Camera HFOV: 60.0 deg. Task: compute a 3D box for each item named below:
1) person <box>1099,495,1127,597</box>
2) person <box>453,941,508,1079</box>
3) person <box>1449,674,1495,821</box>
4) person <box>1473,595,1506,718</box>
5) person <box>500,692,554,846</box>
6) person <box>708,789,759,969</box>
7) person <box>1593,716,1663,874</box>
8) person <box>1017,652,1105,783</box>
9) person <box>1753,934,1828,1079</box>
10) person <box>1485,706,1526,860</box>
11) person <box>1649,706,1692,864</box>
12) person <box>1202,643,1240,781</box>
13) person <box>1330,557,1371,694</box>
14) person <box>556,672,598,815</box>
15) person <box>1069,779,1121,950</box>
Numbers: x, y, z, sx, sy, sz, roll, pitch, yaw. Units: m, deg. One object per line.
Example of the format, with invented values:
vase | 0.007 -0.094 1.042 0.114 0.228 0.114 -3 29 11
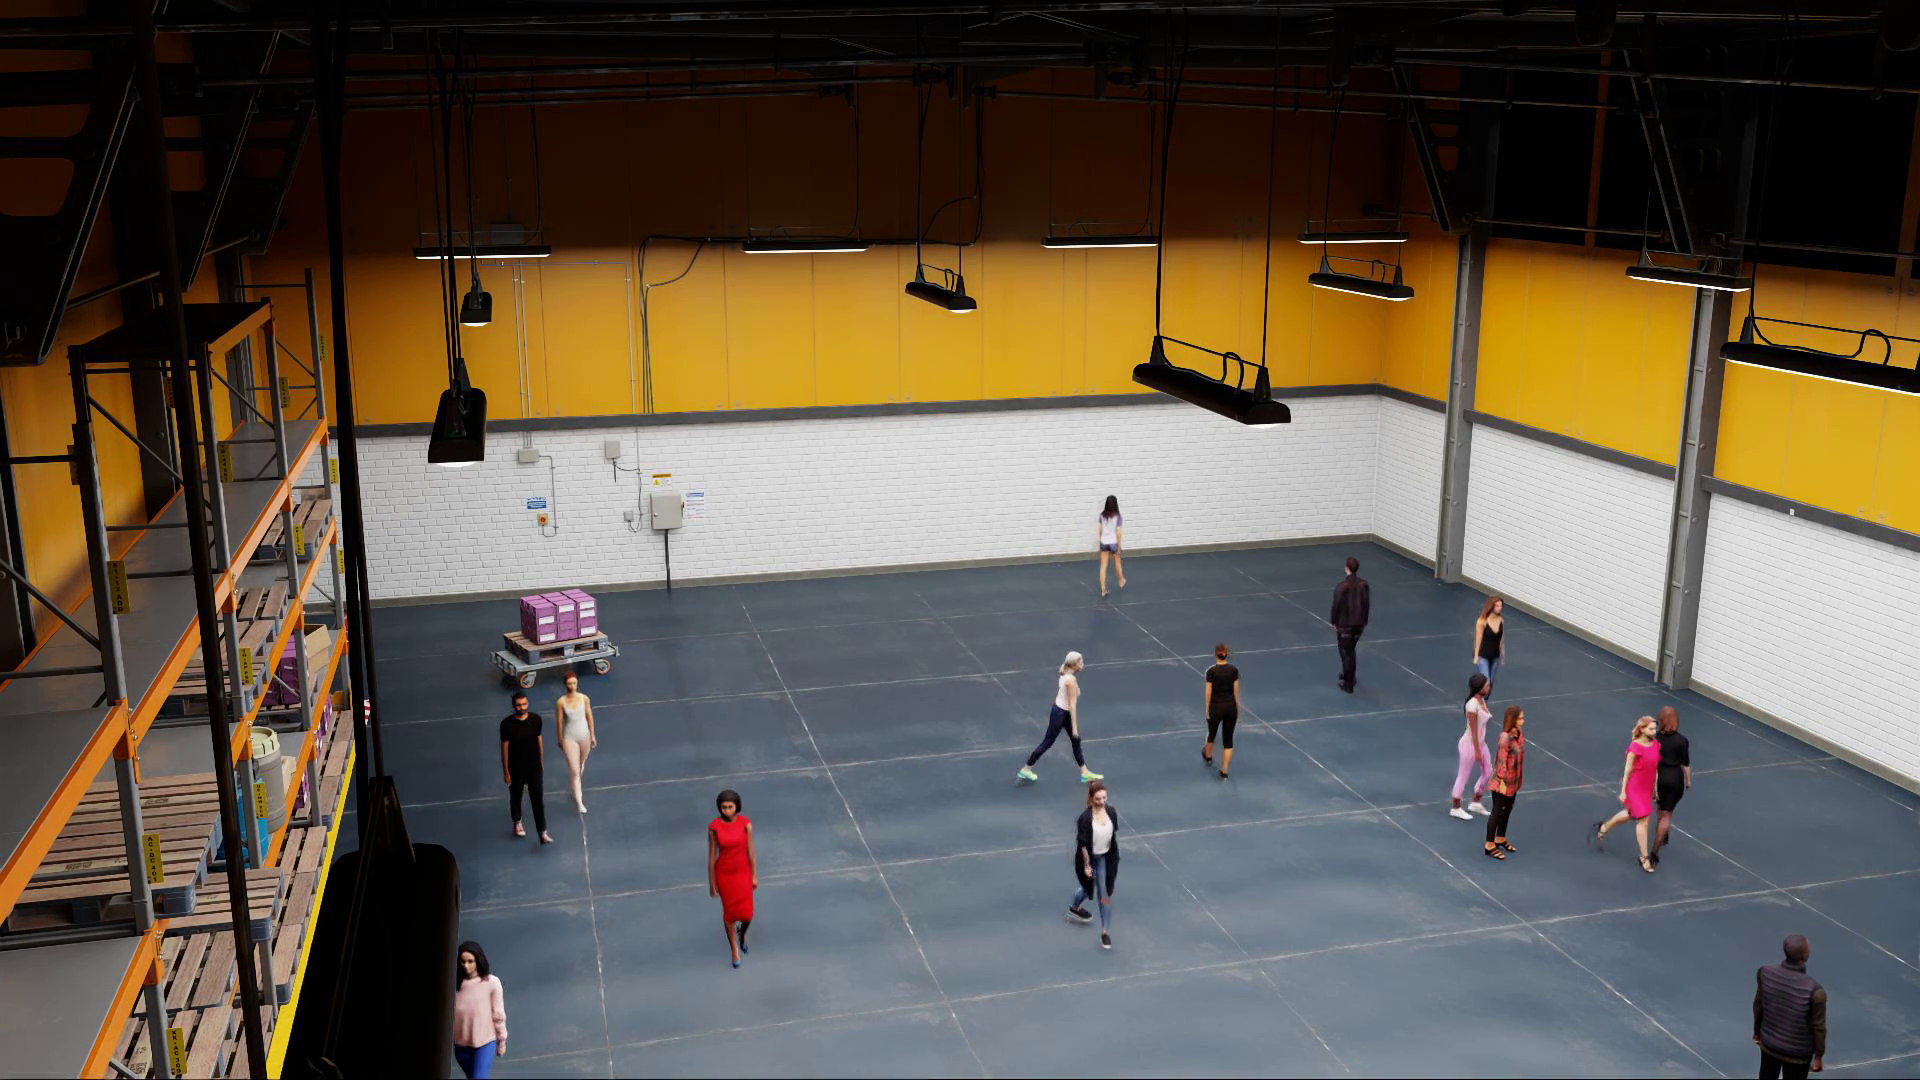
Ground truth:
person | 2.506 0.119 28.180 0.975 1.699 1.119 5 15 20
person | -3.686 3.845 12.728 0.959 1.730 1.262 2 14 7
person | 5.742 2.346 18.921 0.812 1.728 0.754 10 17 36
person | 7.015 1.546 22.268 0.597 1.708 0.612 -5 15 -20
person | -4.843 2.495 18.342 0.834 1.712 1.183 -8 16 -29
person | -2.130 3.140 15.621 0.623 1.737 0.648 -3 14 -11
person | 7.166 2.651 17.743 0.770 1.690 1.105 -8 16 -30
person | 1.122 2.166 19.868 0.864 1.632 1.254 -1 14 -5
person | 6.239 3.829 12.570 0.827 1.835 0.648 -10 17 -34
person | 5.897 2.593 17.959 0.716 1.700 0.697 13 19 42
person | 7.539 2.652 17.802 1.068 1.660 1.058 12 18 42
person | 3.195 2.096 20.151 0.722 1.636 1.049 -1 14 -2
person | 5.503 1.207 23.269 0.735 1.895 0.815 -5 15 -21
person | -4.475 2.312 19.339 0.757 1.598 1.123 -8 16 -30
person | 1.282 3.074 16.094 0.629 1.643 0.974 -6 15 -24
